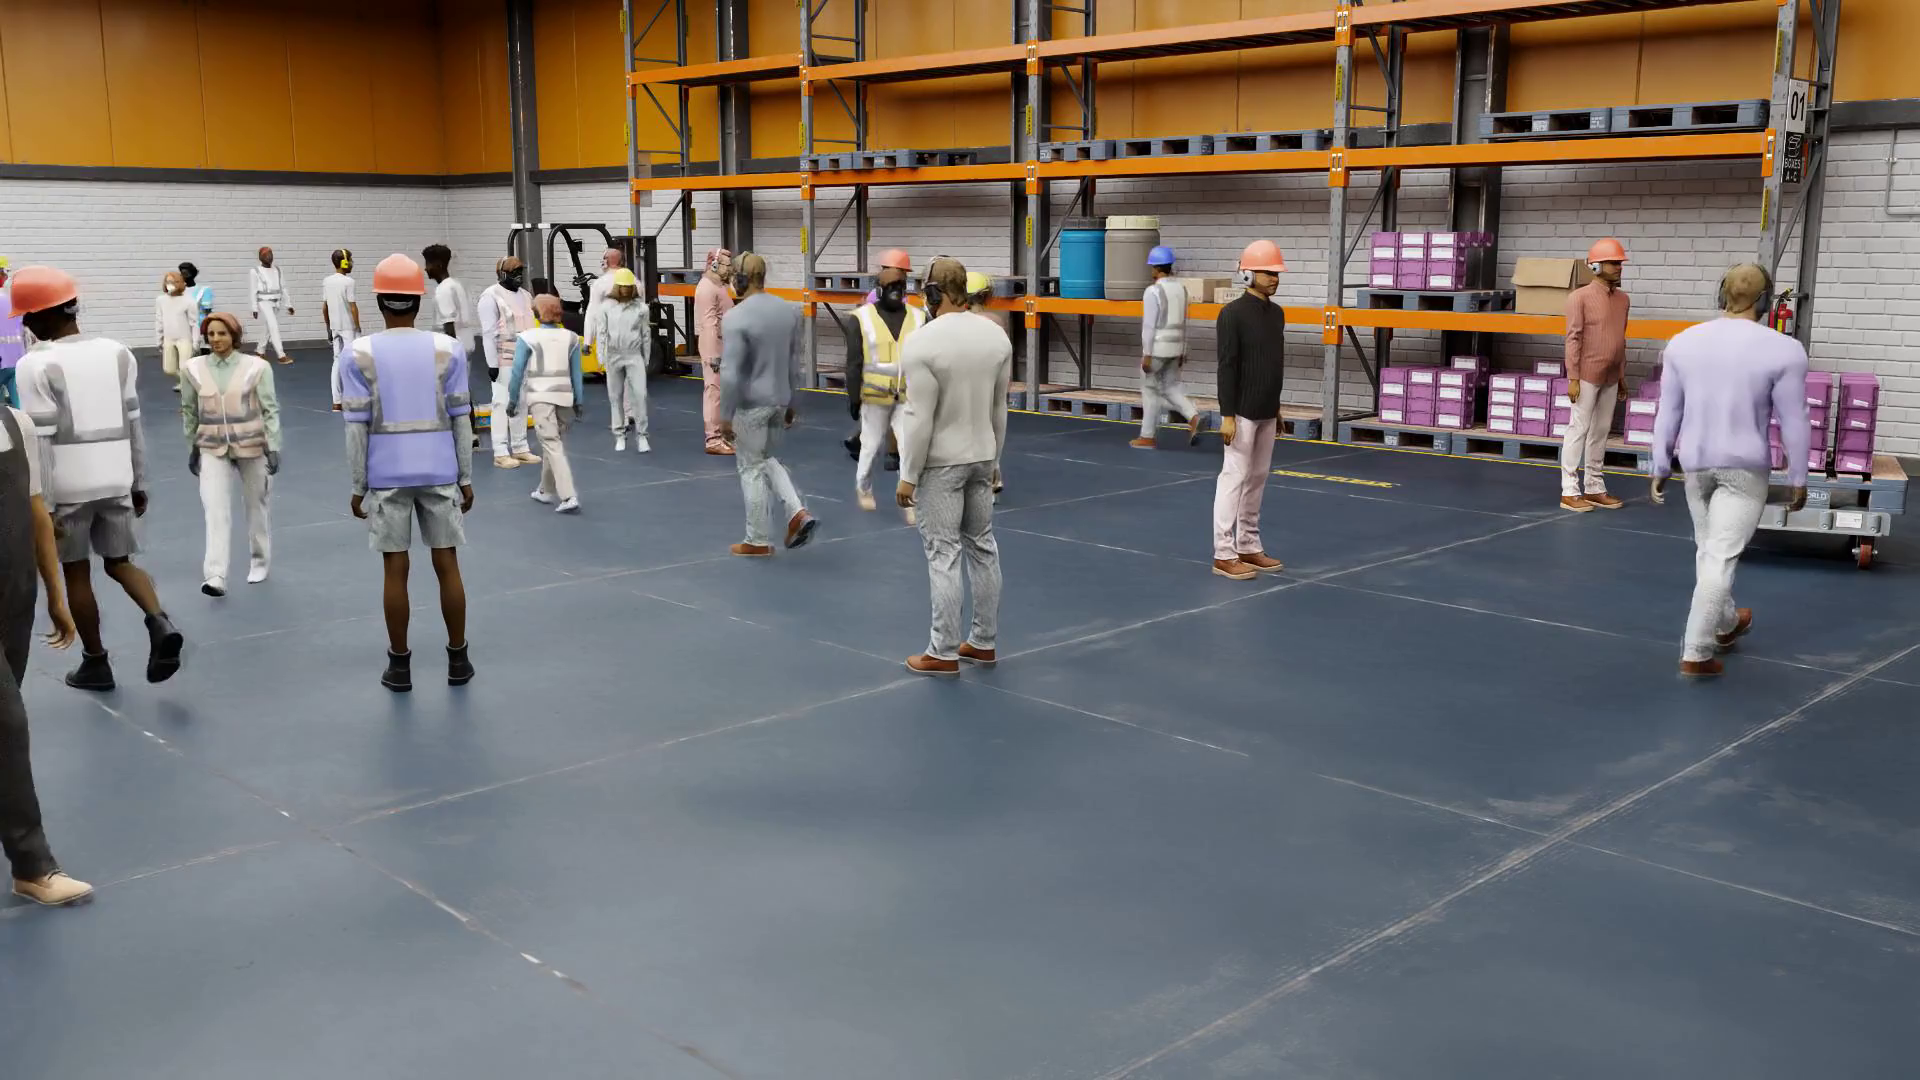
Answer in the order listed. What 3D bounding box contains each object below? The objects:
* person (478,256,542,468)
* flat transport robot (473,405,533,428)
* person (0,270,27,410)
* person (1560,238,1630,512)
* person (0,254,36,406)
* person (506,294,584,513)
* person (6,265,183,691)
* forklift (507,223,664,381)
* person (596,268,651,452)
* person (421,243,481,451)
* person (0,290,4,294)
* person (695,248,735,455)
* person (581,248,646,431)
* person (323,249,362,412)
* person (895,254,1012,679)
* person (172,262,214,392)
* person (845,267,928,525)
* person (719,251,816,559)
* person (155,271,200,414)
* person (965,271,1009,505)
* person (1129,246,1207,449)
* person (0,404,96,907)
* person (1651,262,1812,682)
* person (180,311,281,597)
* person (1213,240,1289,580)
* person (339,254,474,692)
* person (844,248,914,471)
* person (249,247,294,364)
[{"bbox_3d":[-3.920,-1.561,14.598,0.429,1.841,0.634,4,11,23],"label":"person"},{"bbox_3d":[-5.111,-1.264,17.264,1.431,0.197,0.652,-10,14,-44],"label":"flat transport robot"},{"bbox_3d":[-8.202,-1.448,14.118,0.974,1.784,0.566,5,12,27],"label":"person"},{"bbox_3d":[4.697,-1.210,12.263,0.612,1.997,0.375,-6,12,-30],"label":"person"},{"bbox_3d":[-11.330,-2.495,19.761,0.618,1.813,0.426,0,10,-1],"label":"person"},{"bbox_3d":[-3.028,-1.010,12.265,0.524,1.597,0.853,-10,14,-43],"label":"person"},{"bbox_3d":[-3.749,-0.241,7.230,0.671,1.903,0.562,6,12,31],"label":"person"},{"bbox_3d":[-5.316,-3.263,22.920,2.313,2.155,1.214,-10,14,-44],"label":"forklift"},{"bbox_3d":[-3.118,-1.651,15.462,0.505,1.713,0.805,-2,11,-13],"label":"person"},{"bbox_3d":[-4.716,-1.768,15.443,0.461,1.949,0.600,0,10,1],"label":"person"},{"bbox_3d":[-8.852,-1.642,14.881,0.621,1.900,0.764,-10,14,-43],"label":"person"},{"bbox_3d":[-2.235,-1.746,15.448,0.409,1.904,0.640,0,10,-2],"label":"person"},{"bbox_3d":[-3.596,-2.083,17.339,0.560,1.885,0.684,8,13,36],"label":"person"},{"bbox_3d":[-7.065,-2.395,19.085,0.530,1.864,0.313,5,12,27],"label":"person"},{"bbox_3d":[-0.036,-0.329,7.627,0.627,1.936,0.370,-10,14,-43],"label":"person"},{"bbox_3d":[-9.891,-2.725,21.408,0.547,1.665,0.771,0,10,-2],"label":"person"},{"bbox_3d":[-0.528,-1.051,11.941,0.640,1.810,0.910,-3,11,-18],"label":"person"},{"bbox_3d":[-1.234,-0.820,10.324,0.493,1.924,0.657,6,12,32],"label":"person"},{"bbox_3d":[-8.924,-2.272,19.056,0.512,1.619,0.501,1,10,6],"label":"person"},{"bbox_3d":[0.147,-1.133,12.523,0.443,1.754,0.532,8,13,39],"label":"person"},{"bbox_3d":[1.950,-1.788,15.602,0.739,1.928,0.625,10,14,43],"label":"person"},{"bbox_3d":[-3.086,0.196,5.131,0.909,1.813,0.503,4,11,20],"label":"person"},{"bbox_3d":[3.623,-0.327,7.720,0.984,1.891,0.653,-8,13,-38],"label":"person"},{"bbox_3d":[-4.119,-0.490,9.413,0.540,1.586,0.848,-2,11,-11],"label":"person"},{"bbox_3d":[1.748,-0.771,9.875,0.396,1.992,0.623,9,14,41],"label":"person"},{"bbox_3d":[-2.446,-0.291,7.409,0.541,1.939,0.361,-4,11,-22],"label":"person"},{"bbox_3d":[-0.640,-1.528,14.227,0.582,1.914,0.543,-6,12,-31],"label":"person"},{"bbox_3d":[-10.954,-3.710,26.341,0.971,1.846,0.587,5,12,26],"label":"person"}]
